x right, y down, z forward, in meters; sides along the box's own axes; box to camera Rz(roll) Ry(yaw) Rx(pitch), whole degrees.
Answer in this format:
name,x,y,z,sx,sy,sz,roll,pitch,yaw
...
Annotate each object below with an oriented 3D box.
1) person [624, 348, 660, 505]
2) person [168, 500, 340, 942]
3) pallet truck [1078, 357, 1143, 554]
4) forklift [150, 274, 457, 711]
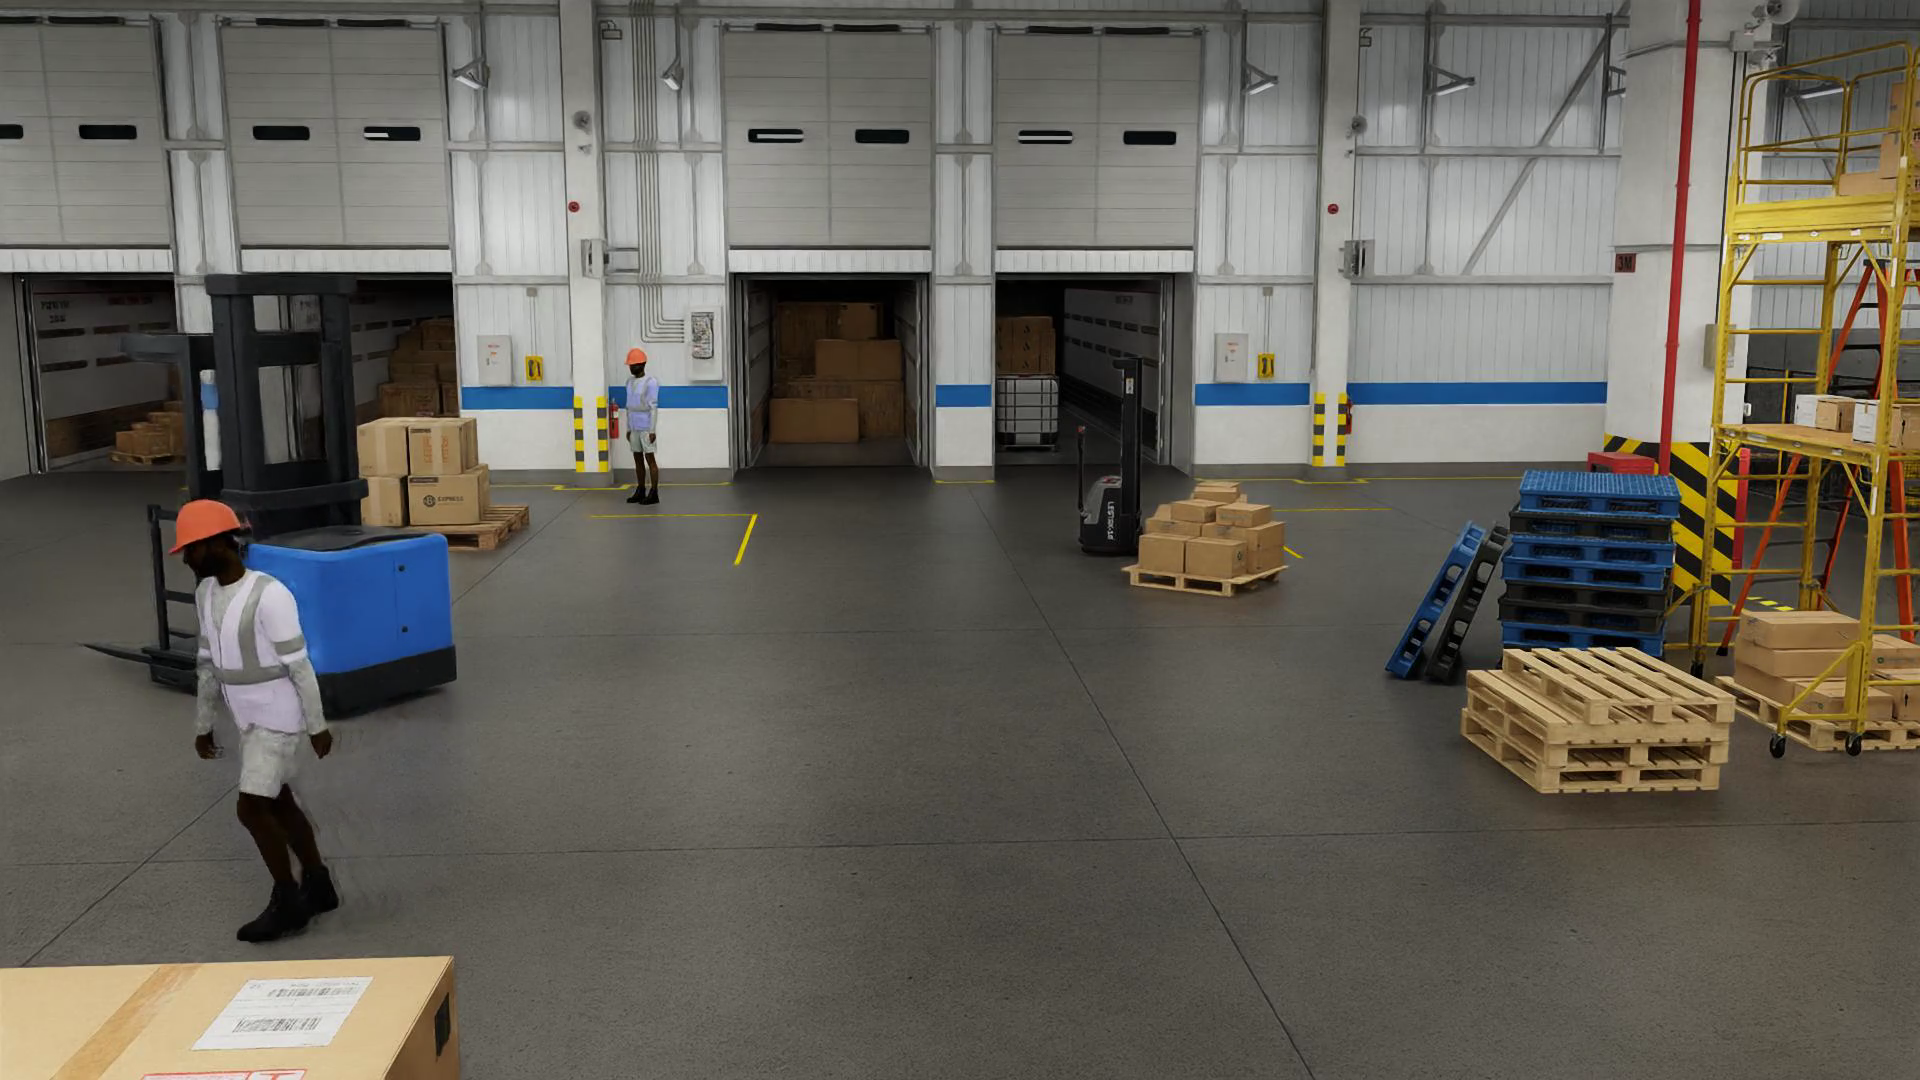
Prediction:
name,x,y,z,sx,sy,sz,roll,pitch,yaw
person,-3.940,-1.397,20.504,0.544,1.930,0.389,7,12,39
person,-2.977,0.755,7.091,0.558,1.887,0.651,7,12,38
pallet truck,2.088,-0.836,16.757,1.885,1.965,0.823,2,9,13
forklift,-4.457,-0.386,11.173,1.873,2.768,1.129,5,11,31
